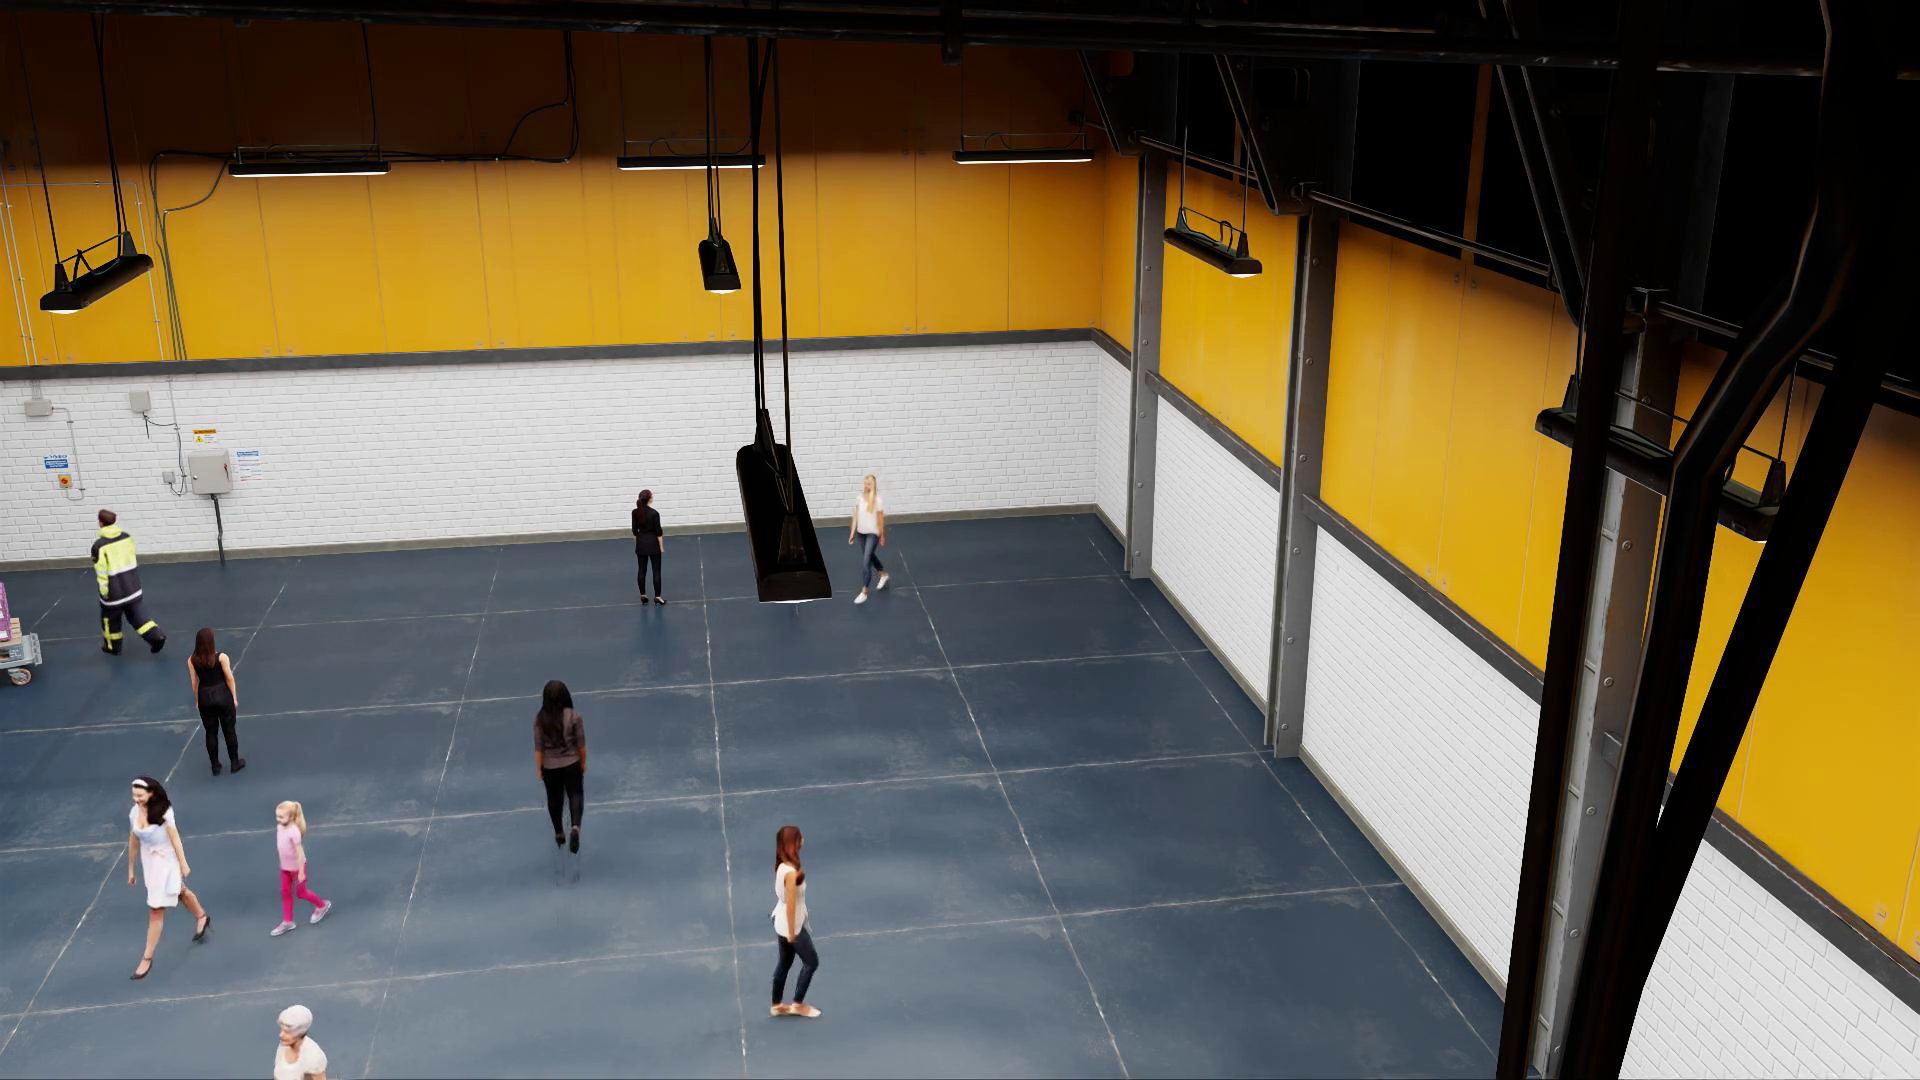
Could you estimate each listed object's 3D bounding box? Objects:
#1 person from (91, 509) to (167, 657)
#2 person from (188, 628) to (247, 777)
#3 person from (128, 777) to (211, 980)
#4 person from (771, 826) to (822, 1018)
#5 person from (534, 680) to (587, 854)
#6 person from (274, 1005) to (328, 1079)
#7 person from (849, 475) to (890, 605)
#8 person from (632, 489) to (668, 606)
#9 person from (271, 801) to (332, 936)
[{"bbox_3d":[-10.624,0.580,21.145,1.218,1.948,1.253,8,20,22],"label":"person"},{"bbox_3d":[-8.099,1.748,18.086,0.582,1.688,0.538,-4,19,-11],"label":"person"},{"bbox_3d":[-6.957,2.875,14.639,0.996,1.751,1.288,5,19,15],"label":"person"},{"bbox_3d":[-1.491,3.177,13.715,0.704,1.768,0.602,-6,20,-18],"label":"person"},{"bbox_3d":[-3.906,2.278,16.296,0.639,1.825,0.874,-3,19,-9],"label":"person"},{"bbox_3d":[-4.417,3.950,11.513,1.040,1.708,1.109,-16,25,-40],"label":"person"},{"bbox_3d":[-1.226,-0.055,23.314,1.128,1.768,1.197,12,22,32],"label":"person"},{"bbox_3d":[-4.316,0.104,23.009,0.687,1.662,0.701,6,20,17],"label":"person"},{"bbox_3d":[-6.041,2.953,15.173,0.784,1.263,0.832,13,23,34],"label":"person"}]
